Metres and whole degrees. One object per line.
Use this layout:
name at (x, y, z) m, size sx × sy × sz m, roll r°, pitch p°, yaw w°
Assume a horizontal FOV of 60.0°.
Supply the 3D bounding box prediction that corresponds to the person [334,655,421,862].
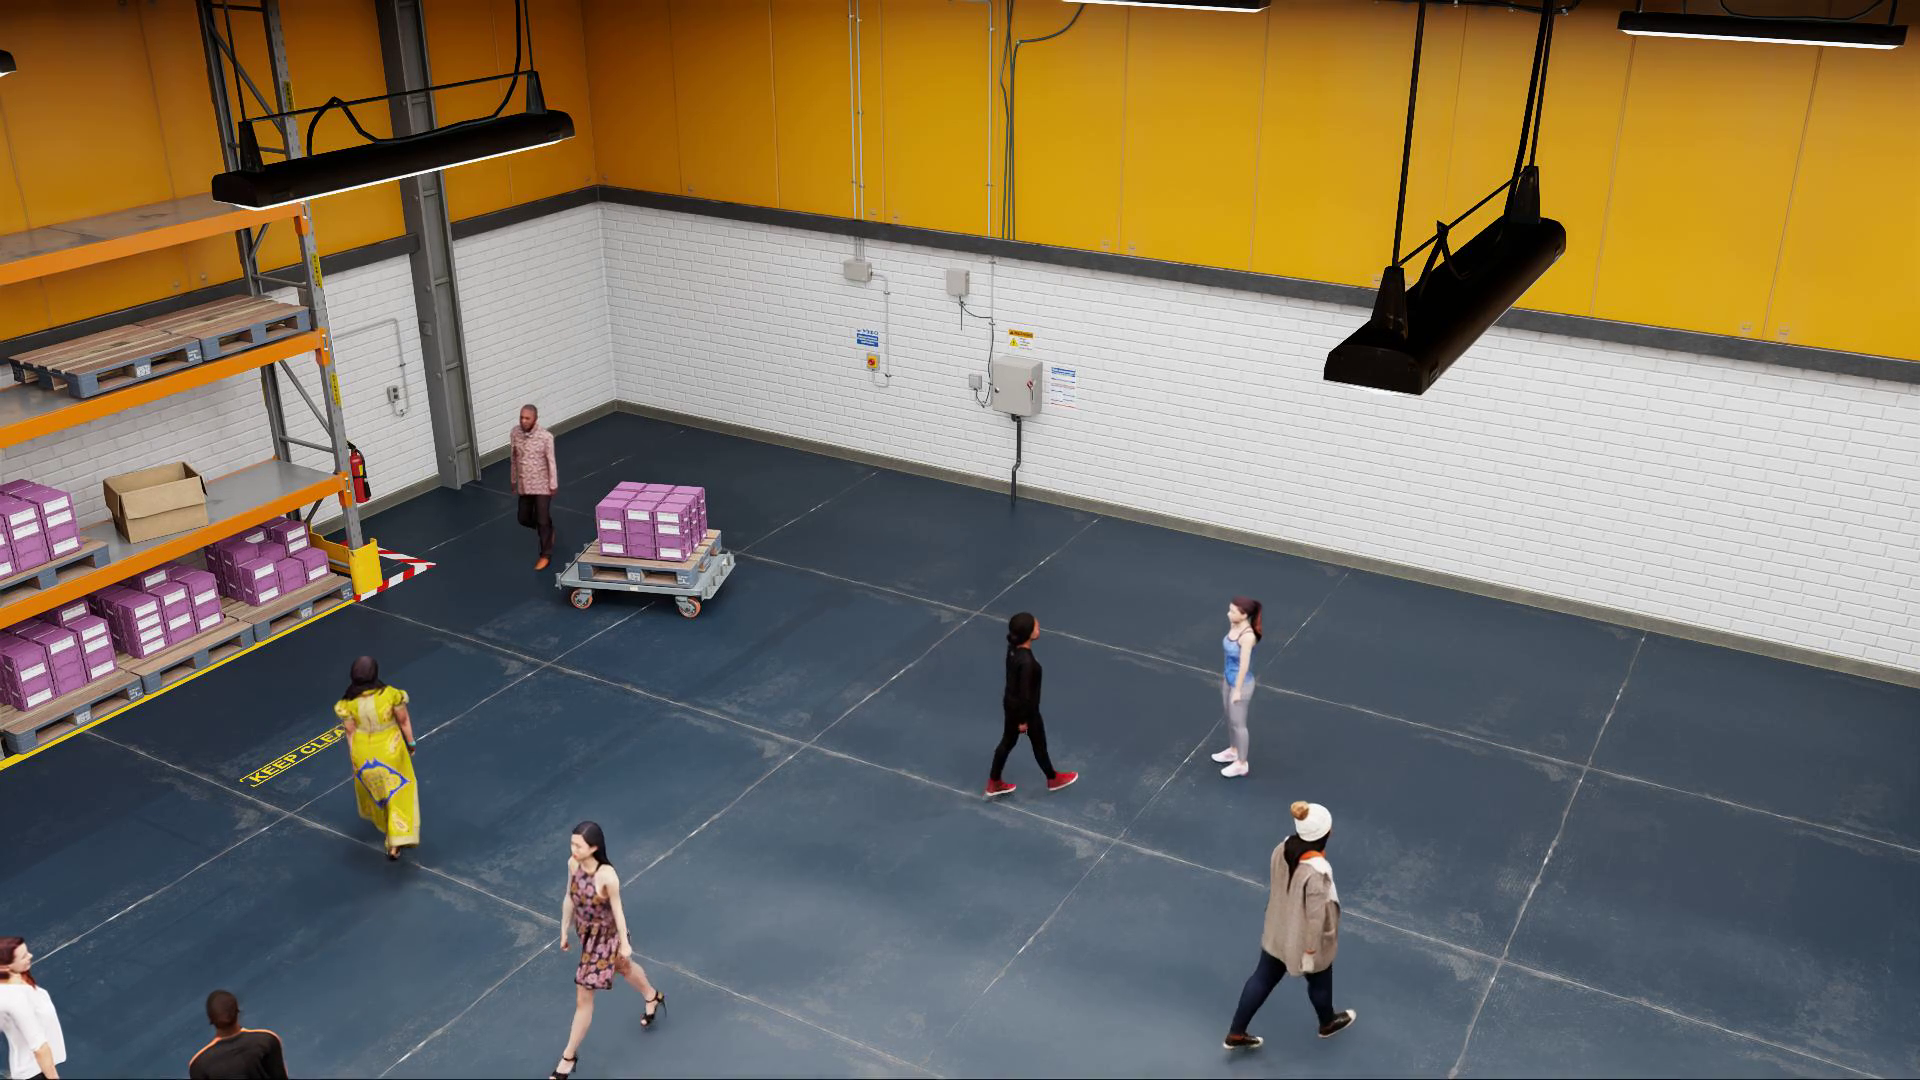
person at (-4.416, 1.679, 12.671) m, size 1.168 × 1.626 × 1.248 m, roll -5°, pitch 24°, yaw -12°

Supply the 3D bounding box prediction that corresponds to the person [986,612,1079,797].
person at (0.429, 1.360, 13.381) m, size 1.084 × 1.641 × 0.977 m, roll -9°, pitch 25°, yaw -19°

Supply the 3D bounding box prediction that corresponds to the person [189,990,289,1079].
person at (-3.828, 3.192, 8.990) m, size 0.670 × 1.802 × 0.784 m, roll -11°, pitch 26°, yaw -24°

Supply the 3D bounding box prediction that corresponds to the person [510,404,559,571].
person at (-4.493, -0.614, 17.715) m, size 0.794 × 1.787 × 0.946 m, roll 8°, pitch 25°, yaw 17°

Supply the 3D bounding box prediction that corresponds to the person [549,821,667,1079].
person at (-2.232, 2.530, 10.608) m, size 0.719 × 1.718 × 1.197 m, roll 17°, pitch 29°, yaw 34°

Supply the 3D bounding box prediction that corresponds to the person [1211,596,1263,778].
person at (2.318, 1.192, 13.807) m, size 0.712 × 1.607 × 0.626 m, roll -1°, pitch 24°, yaw -3°

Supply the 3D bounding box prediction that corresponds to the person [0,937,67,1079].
person at (-5.244, 3.008, 9.421) m, size 0.641 × 1.794 × 0.677 m, roll -18°, pitch 30°, yaw -36°

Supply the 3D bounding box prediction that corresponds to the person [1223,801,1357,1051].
person at (2.047, 2.492, 10.534) m, size 1.301 × 1.848 × 1.129 m, roll -11°, pitch 26°, yaw -24°
